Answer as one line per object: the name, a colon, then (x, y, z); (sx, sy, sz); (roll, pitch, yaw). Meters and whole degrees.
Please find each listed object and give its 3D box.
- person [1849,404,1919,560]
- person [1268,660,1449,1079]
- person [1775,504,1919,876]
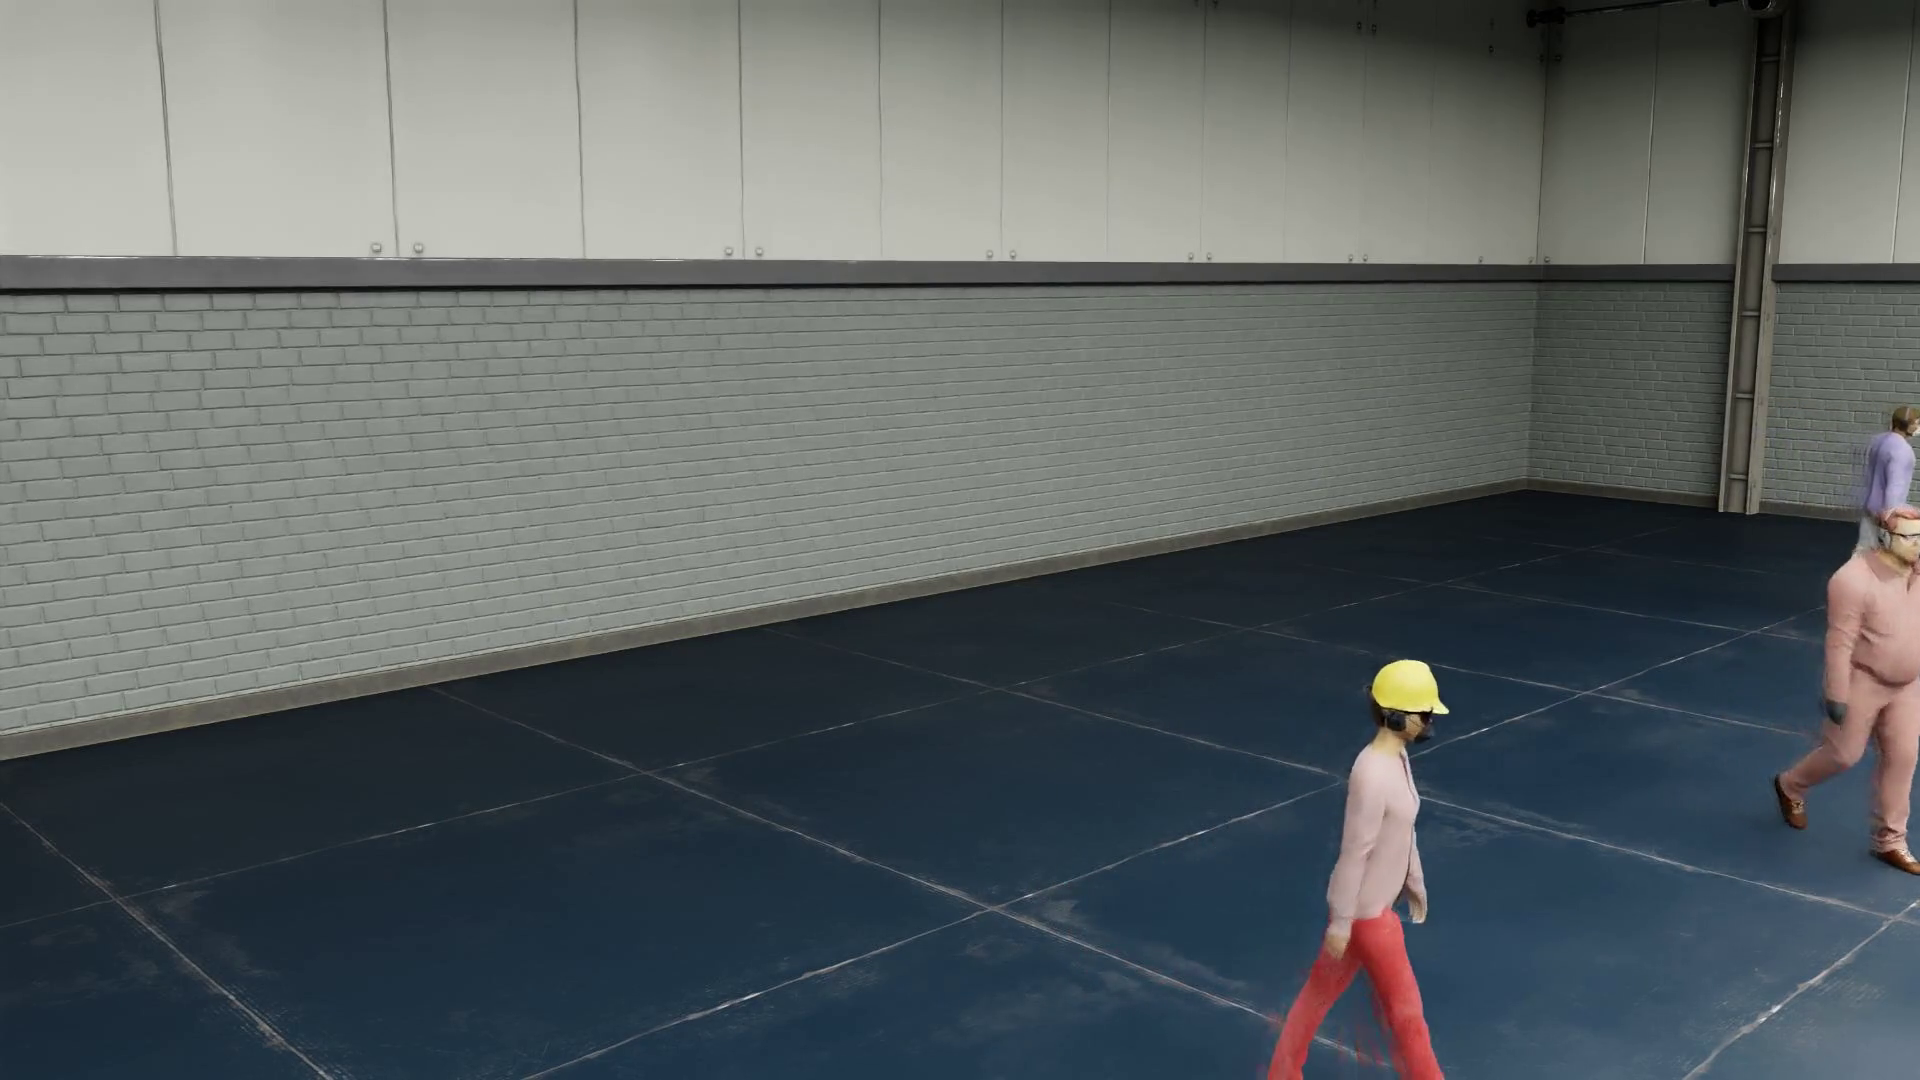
person: (8.212, -0.239, 14.500); (0.965, 1.885, 0.617); (1, 9, 5)
person: (1.500, 1.258, 5.772); (0.928, 1.711, 0.531); (3, 10, 20)
person: (4.679, 0.719, 8.625); (0.655, 1.879, 0.827); (-3, 9, -15)
